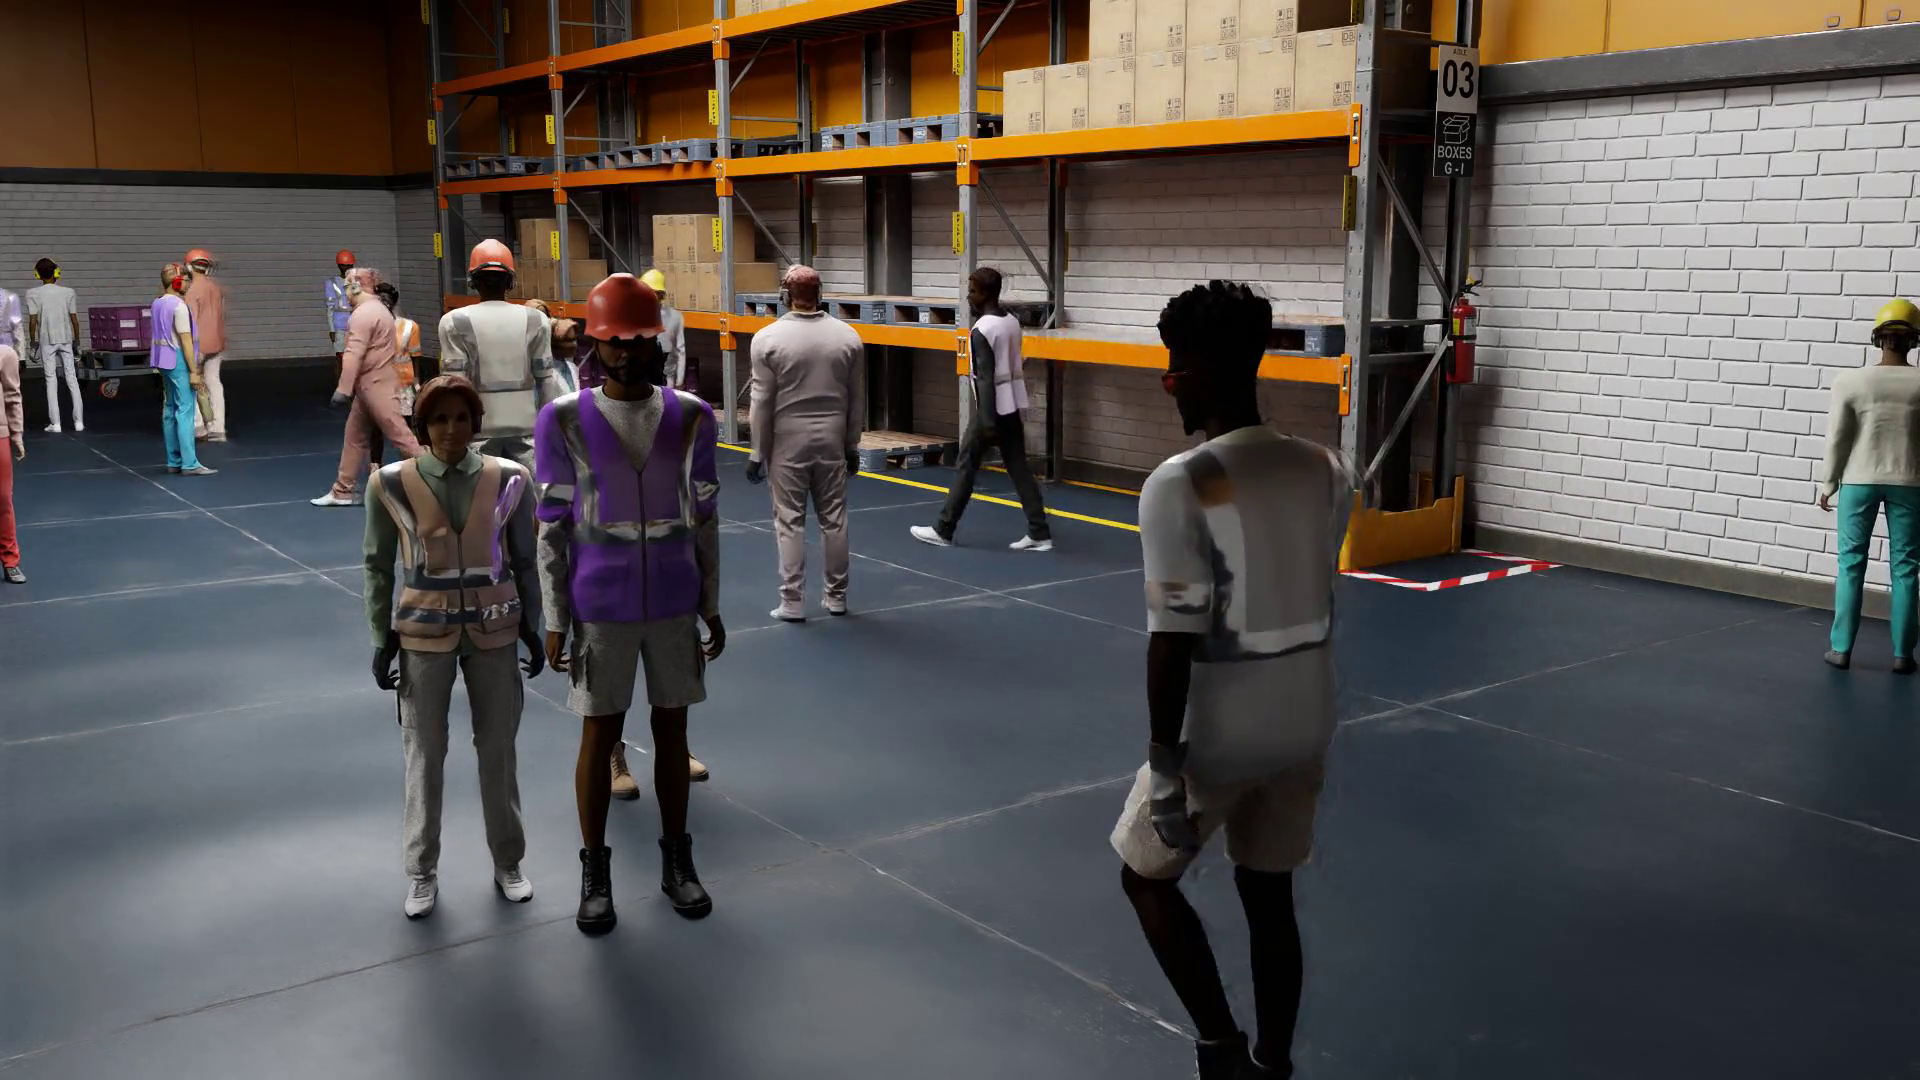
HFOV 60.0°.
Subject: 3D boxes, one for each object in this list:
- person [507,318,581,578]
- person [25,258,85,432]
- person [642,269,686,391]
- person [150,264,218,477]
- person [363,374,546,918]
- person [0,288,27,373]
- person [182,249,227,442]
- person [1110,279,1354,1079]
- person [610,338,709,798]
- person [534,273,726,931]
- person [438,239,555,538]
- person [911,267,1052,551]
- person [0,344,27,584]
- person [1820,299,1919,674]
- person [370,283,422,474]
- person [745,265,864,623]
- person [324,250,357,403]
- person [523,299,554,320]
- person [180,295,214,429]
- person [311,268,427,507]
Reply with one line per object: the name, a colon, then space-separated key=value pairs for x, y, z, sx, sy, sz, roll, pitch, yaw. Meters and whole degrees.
person: x=-2.454 y=-0.523 z=9.880 sx=0.893 sy=1.592 sz=0.518 roll=2 pitch=10 yaw=9
person: x=-9.726 y=-2.084 z=17.862 sx=0.517 sy=1.865 sz=0.334 roll=-9 pitch=13 yaw=-40
person: x=-2.680 y=-1.449 z=14.463 sx=0.593 sy=1.808 sz=0.811 roll=-1 pitch=10 yaw=-8
person: x=-6.814 y=-1.470 z=14.477 sx=0.564 sy=1.842 sz=0.388 roll=9 pitch=13 yaw=40
person: x=-1.523 y=0.316 z=5.050 sx=0.525 sy=1.637 sz=0.307 roll=-4 pitch=11 yaw=-23
person: x=-9.501 y=-1.834 z=16.312 sx=0.618 sy=1.909 sz=0.456 roll=-6 pitch=12 yaw=-31
person: x=-7.753 y=-1.977 z=16.973 sx=0.554 sy=1.956 sz=0.611 roll=2 pitch=10 yaw=12
person: x=0.606 y=0.407 z=3.673 sx=0.633 sy=1.944 sz=0.425 roll=-6 pitch=12 yaw=-32
person: x=-1.162 y=0.090 z=6.152 sx=0.538 sy=1.696 sz=0.317 roll=-9 pitch=13 yaw=-41
person: x=-0.959 y=0.188 z=4.925 sx=0.552 sy=1.936 sz=0.360 roll=-4 pitch=11 yaw=-22
person: x=-2.535 y=-0.615 z=9.127 sx=0.616 sy=2.041 sz=0.379 roll=-6 pitch=12 yaw=-30
person: x=0.183 y=-0.857 z=10.988 sx=0.990 sy=1.867 sz=0.592 roll=6 pitch=12 yaw=29
person: x=-5.798 y=-0.597 z=9.796 sx=0.522 sy=1.772 sz=0.303 roll=-7 pitch=12 yaw=-33
person: x=4.369 y=-0.252 z=7.877 sx=0.533 sy=1.765 sz=0.329 roll=4 pitch=11 yaw=23
person: x=-4.773 y=-1.300 z=13.932 sx=0.536 sy=1.696 sz=0.321 roll=-4 pitch=11 yaw=-19
person: x=-0.838 y=-0.504 z=8.938 sx=0.674 sy=1.909 sz=0.447 roll=-5 pitch=11 yaw=-28
person: x=-7.799 y=-2.721 z=21.217 sx=0.363 sy=1.939 sz=0.542 roll=8 pitch=13 yaw=40
person: x=-2.964 y=-0.874 z=11.721 sx=0.279 sy=1.634 sz=0.499 roll=8 pitch=13 yaw=38
person: x=-8.286 y=-1.938 z=17.821 sx=0.513 sy=1.586 sz=0.878 roll=0 pitch=10 yaw=2
person: x=-4.464 y=-1.163 z=12.775 sx=1.030 sy=1.847 sz=0.643 roll=-3 pitch=10 yaw=-14
